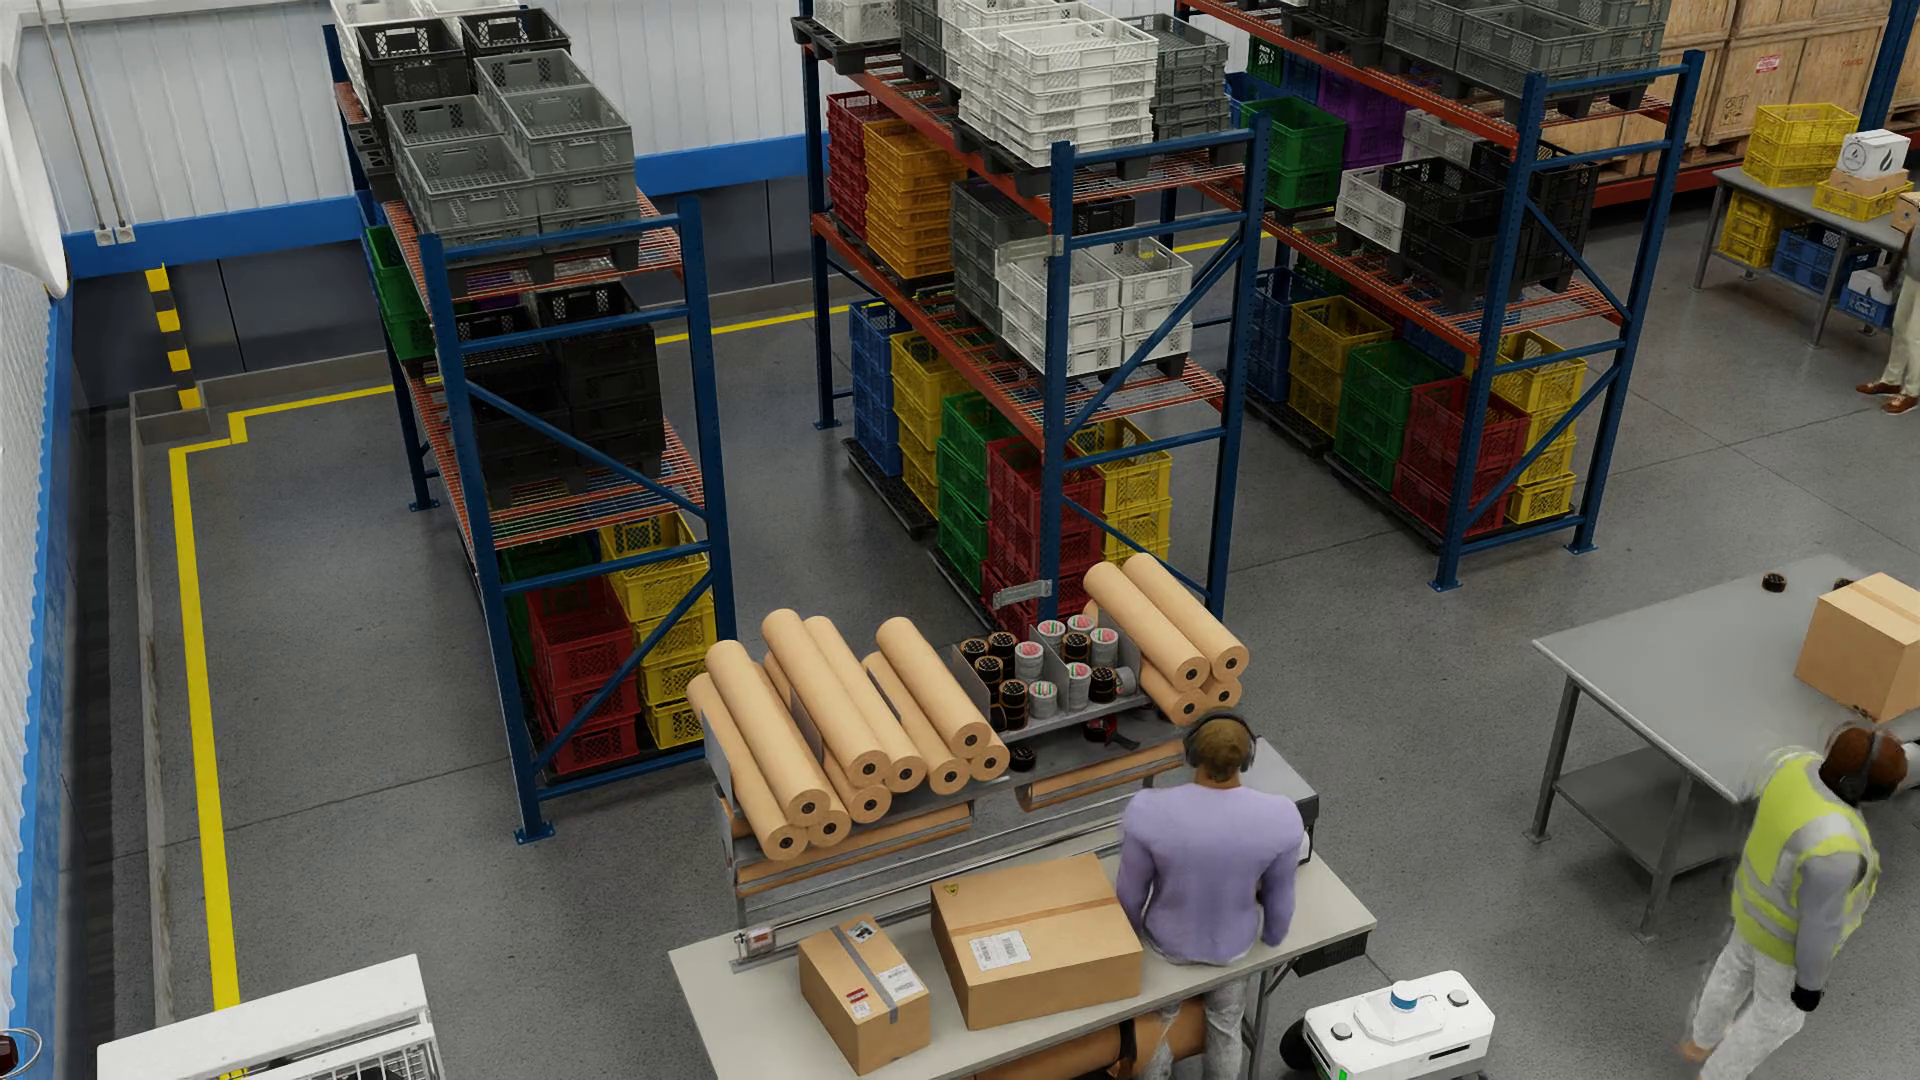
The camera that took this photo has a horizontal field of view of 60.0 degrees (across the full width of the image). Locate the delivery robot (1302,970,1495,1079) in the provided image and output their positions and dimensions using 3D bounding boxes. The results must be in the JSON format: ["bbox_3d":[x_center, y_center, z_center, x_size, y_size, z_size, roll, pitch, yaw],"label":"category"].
[{"bbox_3d":[1.702,1.921,6.470,0.707,0.478,0.477,-10,33,-16],"label":"delivery robot"}]

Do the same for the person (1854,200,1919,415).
[{"bbox_3d":[6.539,-1.767,11.318,0.352,1.856,0.585,-4,32,-6],"label":"person"}]

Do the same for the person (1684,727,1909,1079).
[{"bbox_3d":[3.084,1.403,6.224,0.432,1.821,0.748,3,32,6],"label":"person"}]

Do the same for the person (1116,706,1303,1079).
[{"bbox_3d":[0.875,1.427,6.058,0.635,1.931,0.376,2,32,2],"label":"person"}]
